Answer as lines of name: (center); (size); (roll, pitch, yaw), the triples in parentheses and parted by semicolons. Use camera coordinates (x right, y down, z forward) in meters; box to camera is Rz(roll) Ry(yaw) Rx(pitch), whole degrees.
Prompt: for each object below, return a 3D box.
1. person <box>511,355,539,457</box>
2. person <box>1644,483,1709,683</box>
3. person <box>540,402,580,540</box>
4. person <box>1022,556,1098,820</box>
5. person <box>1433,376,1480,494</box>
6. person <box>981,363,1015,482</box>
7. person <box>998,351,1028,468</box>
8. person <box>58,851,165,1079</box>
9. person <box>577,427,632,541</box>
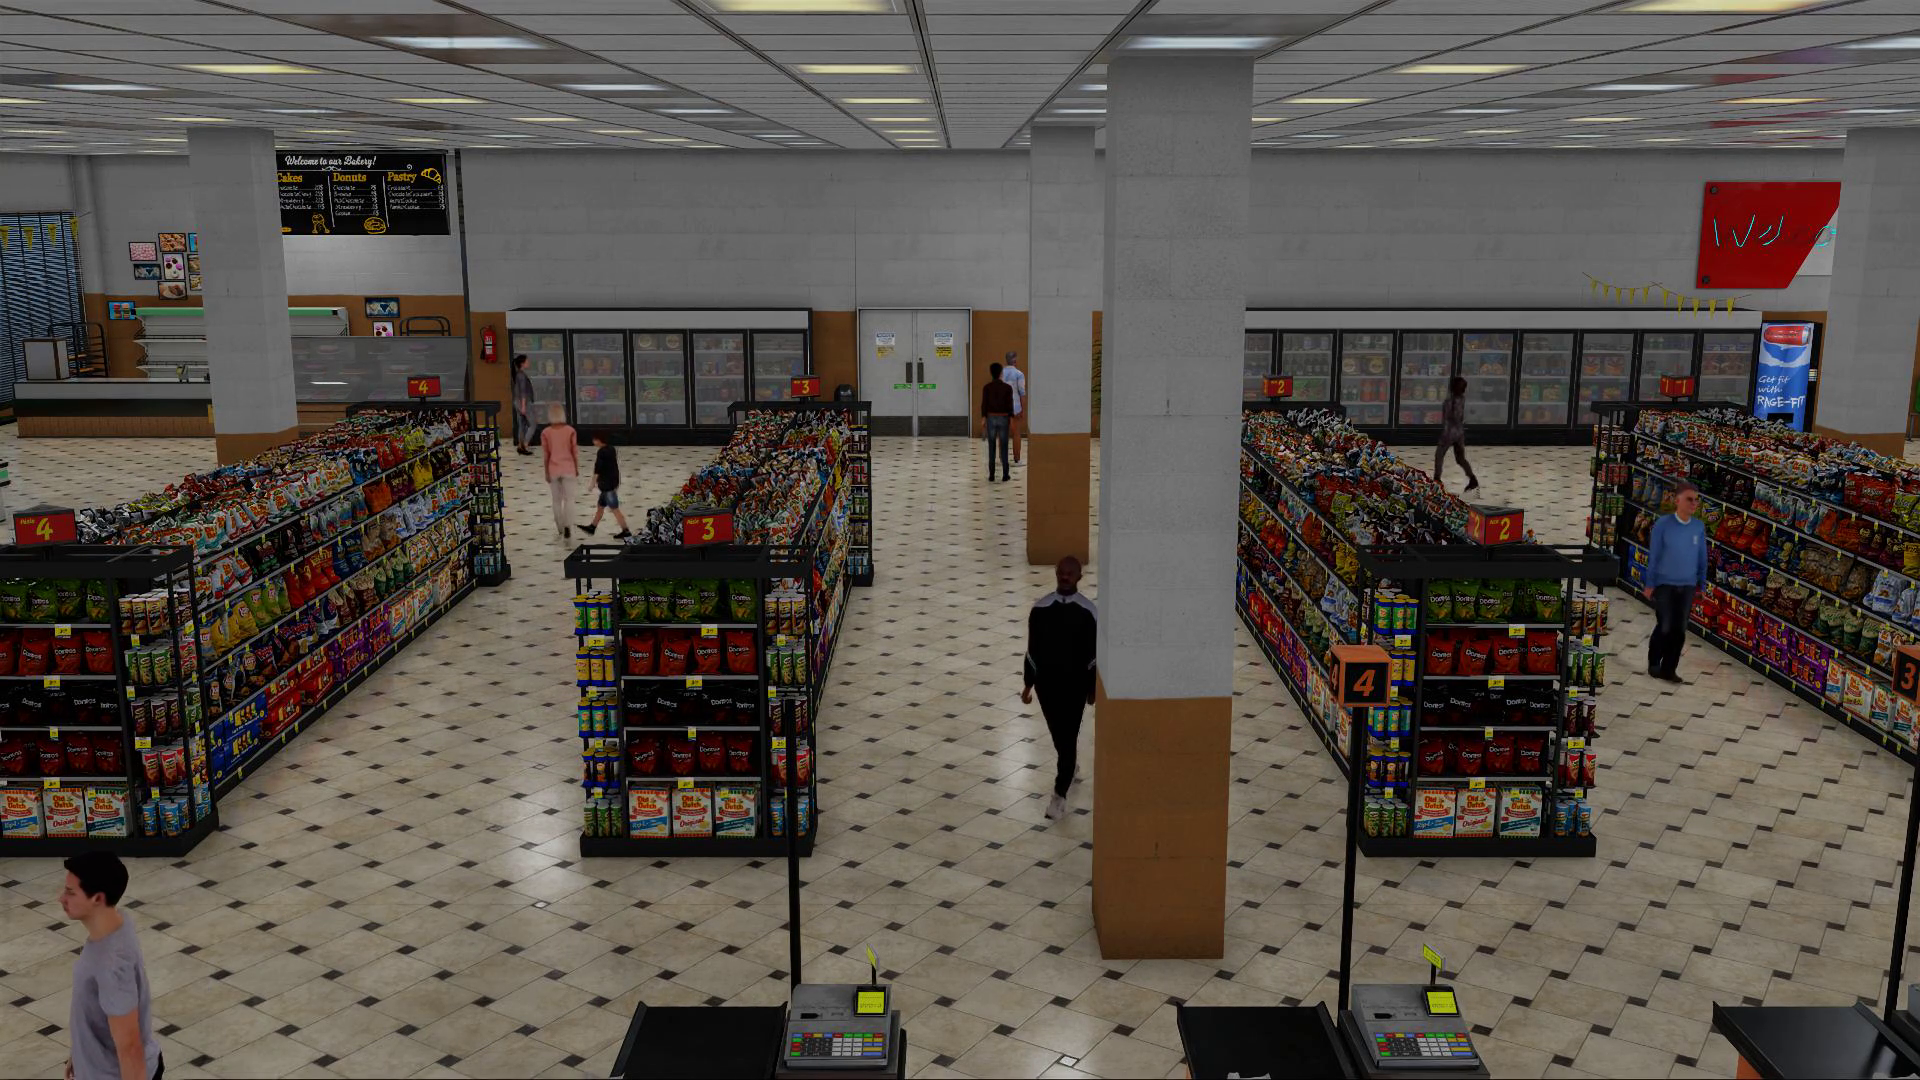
person: (-7.230, -2.189, 27.243); (0.776, 1.667, 0.672); (-6, 13, -26)
person: (6.309, 0.366, 14.777); (0.687, 1.804, 0.643); (-1, 12, -4)
person: (-4.977, -0.845, 20.790); (0.723, 1.697, 1.106); (-2, 12, -9)
person: (0.752, 0.990, 11.840); (0.989, 1.794, 1.244); (6, 13, 25)
person: (7.132, -1.472, 23.818); (0.999, 1.677, 1.210); (-7, 14, -31)
person: (0.572, -1.776, 25.013); (0.665, 1.778, 0.552); (2, 12, 7)
person: (0.800, -2.083, 26.358); (0.766, 1.826, 0.748); (6, 13, 27)
person: (-3.182, 2.095, 6.525); (1.013, 1.821, 1.215); (-5, 13, -21)
person: (-4.309, -0.668, 20.648); (0.699, 1.409, 0.928); (2, 12, 8)
